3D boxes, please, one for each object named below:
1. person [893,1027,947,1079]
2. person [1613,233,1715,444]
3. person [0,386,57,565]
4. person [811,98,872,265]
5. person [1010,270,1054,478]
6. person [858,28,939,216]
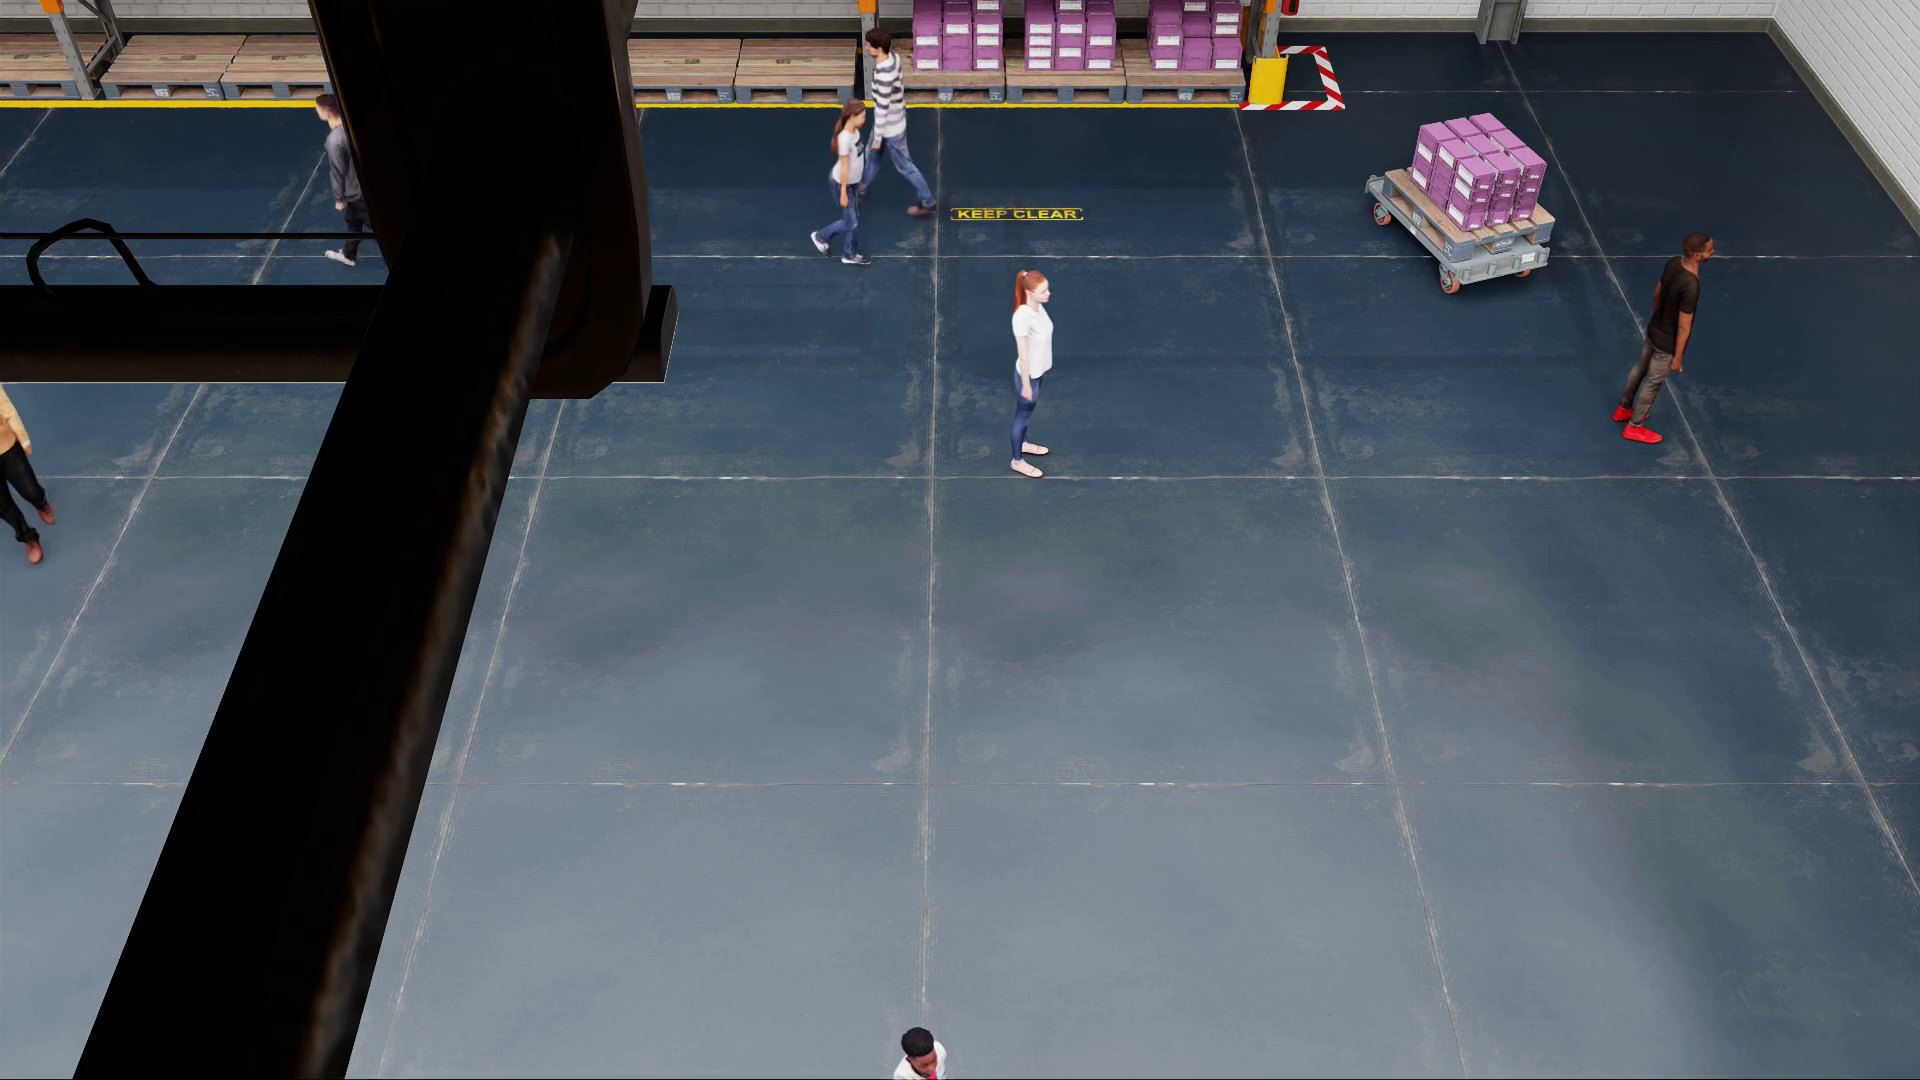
[{"bbox_3d":[-0.191,2.836,8.375,0.562,1.261,0.627,-31,52,-28],"label":"person"},{"bbox_3d":[5.333,-1.549,12.583,0.529,1.805,0.654,-2,44,-2],"label":"person"},{"bbox_3d":[-6.802,-0.639,11.675,0.897,1.741,0.926,-22,48,-21],"label":"person"},{"bbox_3d":[-1.046,-3.094,14.396,0.822,1.541,0.698,13,45,14],"label":"person"},{"bbox_3d":[0.503,-1.253,12.320,0.601,1.740,0.610,10,44,10],"label":"person"},{"bbox_3d":[-0.526,-3.674,14.825,1.205,1.790,0.730,3,44,3],"label":"person"}]
